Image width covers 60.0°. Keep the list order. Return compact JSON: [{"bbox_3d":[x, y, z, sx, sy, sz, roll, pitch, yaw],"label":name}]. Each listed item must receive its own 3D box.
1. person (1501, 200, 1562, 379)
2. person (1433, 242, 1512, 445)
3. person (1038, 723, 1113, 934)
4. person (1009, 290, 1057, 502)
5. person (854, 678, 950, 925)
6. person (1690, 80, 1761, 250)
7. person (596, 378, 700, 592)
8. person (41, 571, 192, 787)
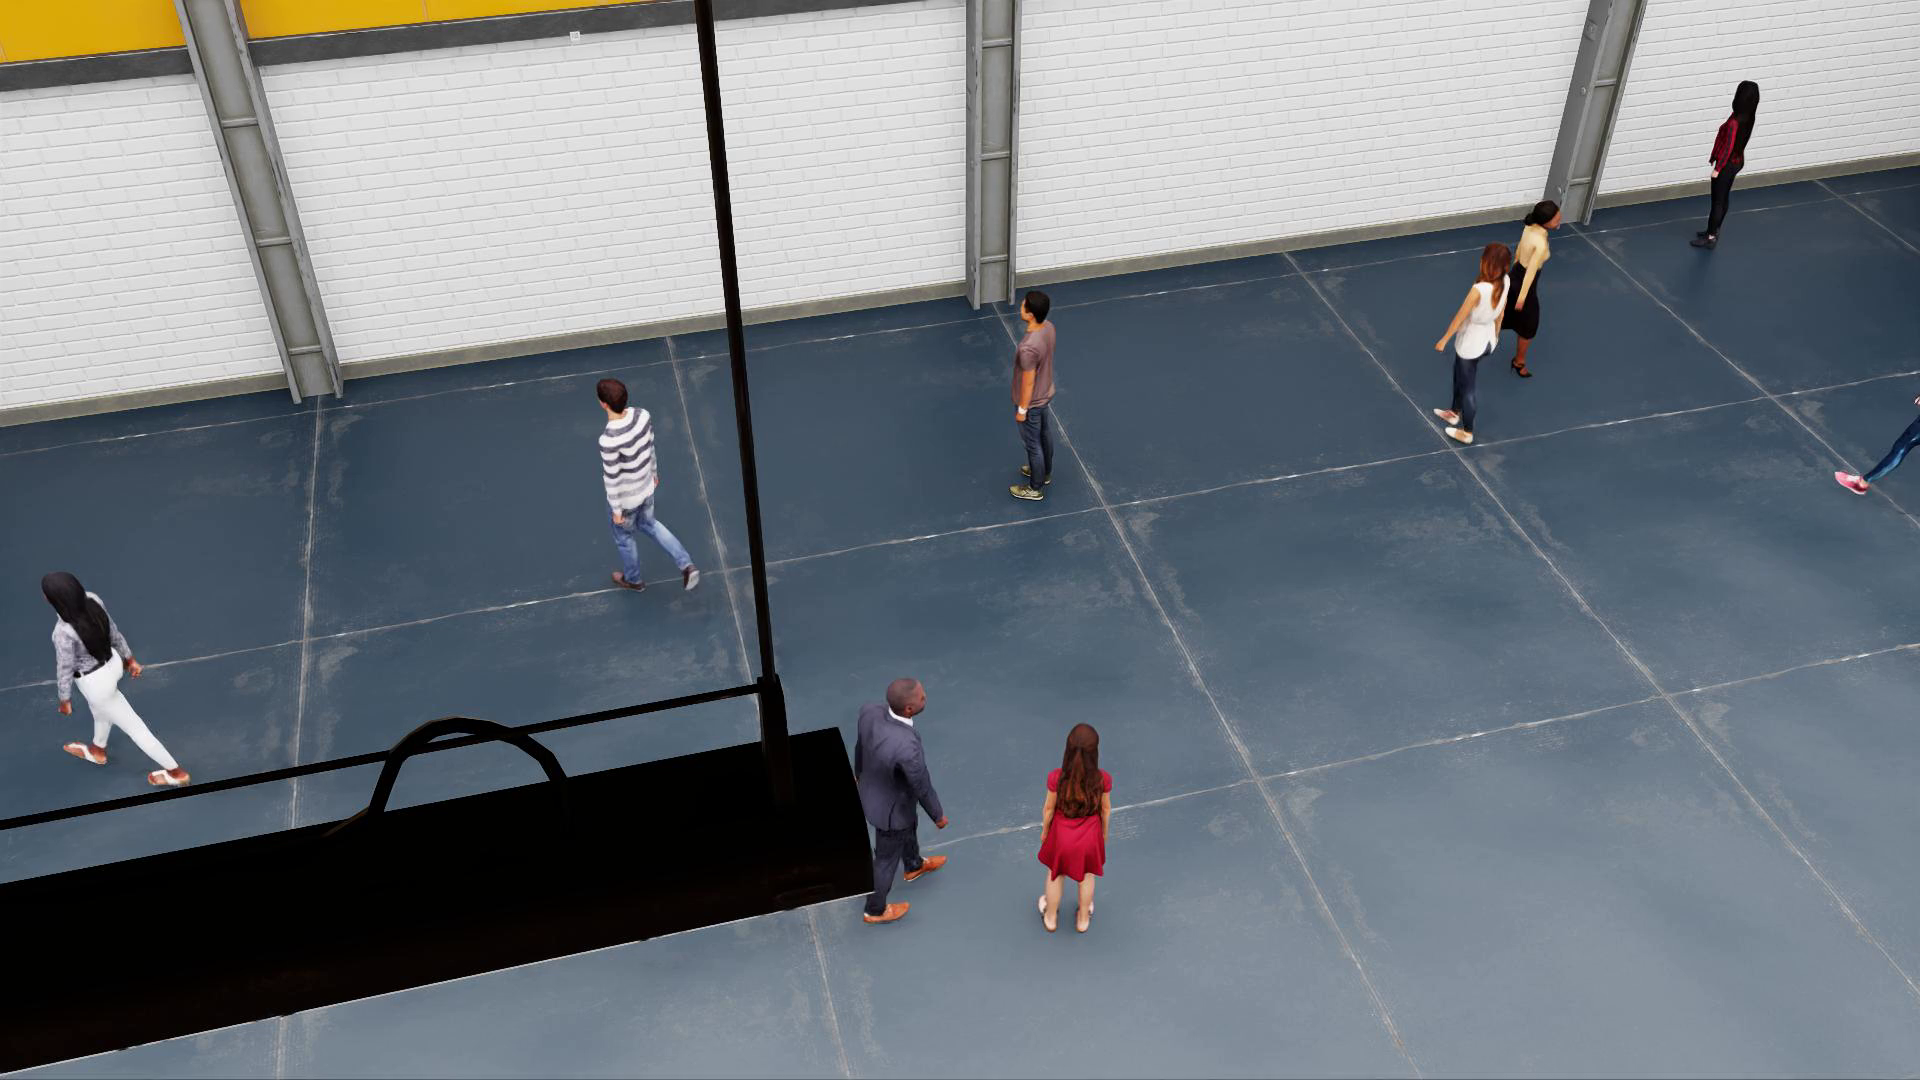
[{"bbox_3d":[4.663,-2.117,14.039,0.777,1.623,0.666,-7,39,-8],"label":"person"},{"bbox_3d":[4.136,-1.503,13.152,0.770,1.770,0.815,-27,46,-30],"label":"person"},{"bbox_3d":[0.646,1.646,9.386,0.593,1.550,0.662,-2,39,-3],"label":"person"},{"bbox_3d":[0.575,-1.103,12.646,0.743,1.778,0.708,15,41,18],"label":"person"},{"bbox_3d":[-0.461,1.511,9.358,0.974,1.797,0.864,-19,43,-23],"label":"person"},{"bbox_3d":[7.320,-3.566,15.827,0.721,1.656,0.628,27,46,30],"label":"person"},{"bbox_3d":[-2.210,-0.314,11.617,1.071,1.828,1.024,21,43,24],"label":"person"},{"bbox_3d":[-5.177,0.892,10.223,1.165,1.683,0.858,2,39,3],"label":"person"}]
